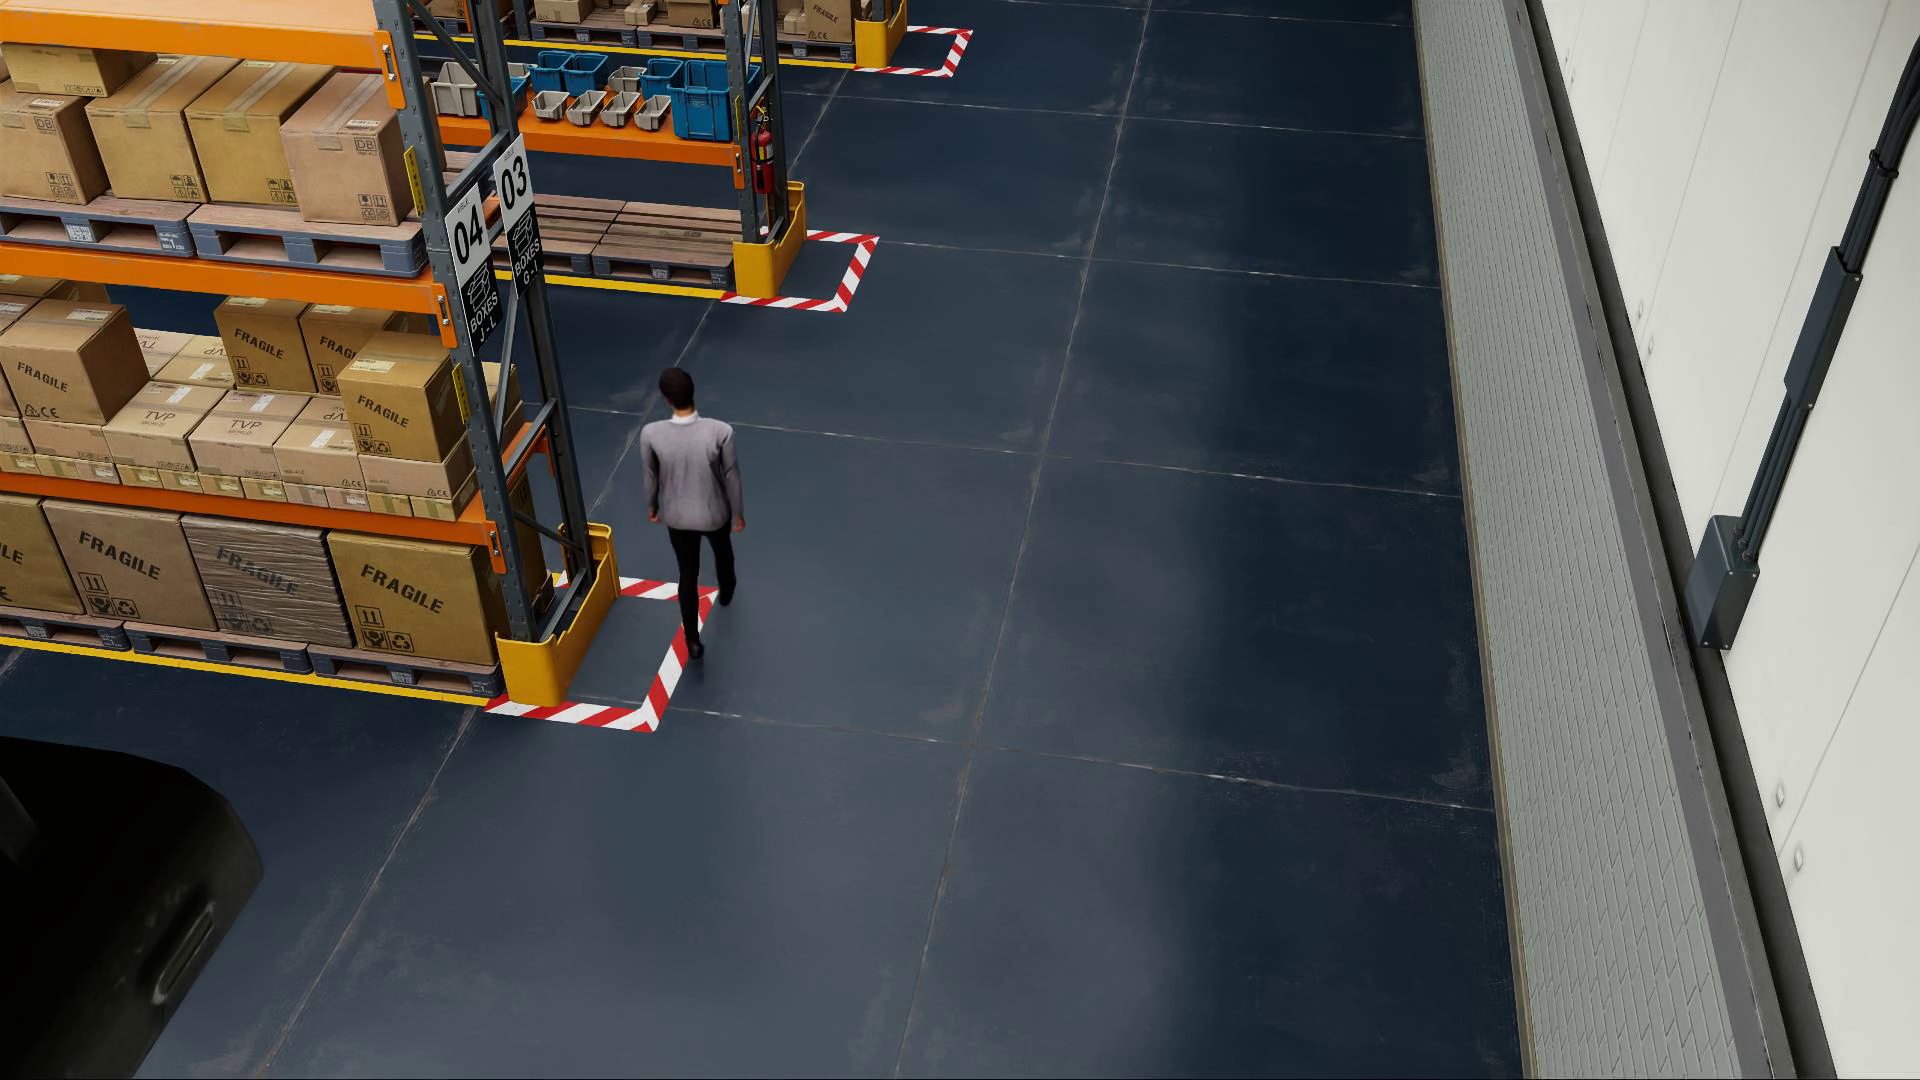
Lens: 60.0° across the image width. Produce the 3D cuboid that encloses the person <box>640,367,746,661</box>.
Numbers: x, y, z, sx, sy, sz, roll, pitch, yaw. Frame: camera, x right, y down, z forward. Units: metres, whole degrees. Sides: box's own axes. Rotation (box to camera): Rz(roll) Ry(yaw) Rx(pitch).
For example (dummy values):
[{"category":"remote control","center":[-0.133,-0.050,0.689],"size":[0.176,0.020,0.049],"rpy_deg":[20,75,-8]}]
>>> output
[{"category":"person","center":[-1.588,-0.123,9.888],"size":[1.241,1.901,1.006],"rpy_deg":[-2,38,-2]}]
